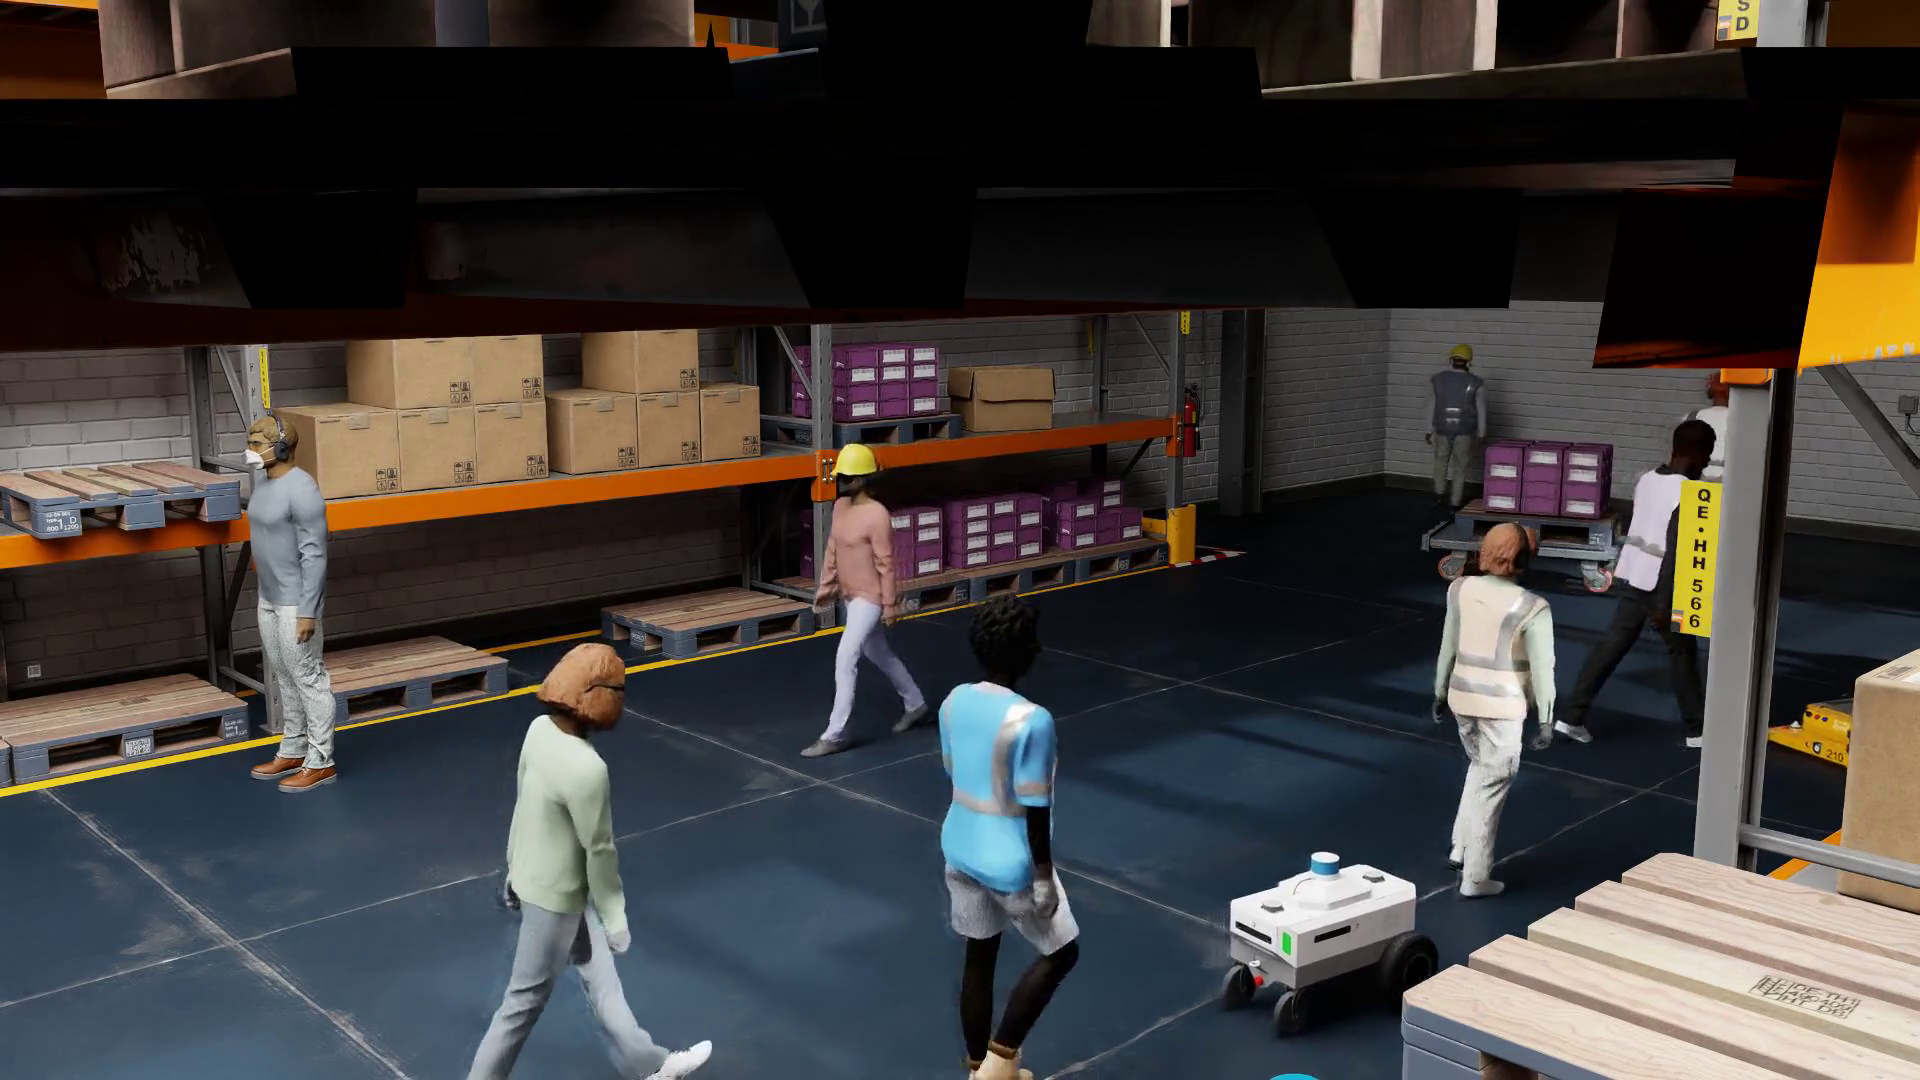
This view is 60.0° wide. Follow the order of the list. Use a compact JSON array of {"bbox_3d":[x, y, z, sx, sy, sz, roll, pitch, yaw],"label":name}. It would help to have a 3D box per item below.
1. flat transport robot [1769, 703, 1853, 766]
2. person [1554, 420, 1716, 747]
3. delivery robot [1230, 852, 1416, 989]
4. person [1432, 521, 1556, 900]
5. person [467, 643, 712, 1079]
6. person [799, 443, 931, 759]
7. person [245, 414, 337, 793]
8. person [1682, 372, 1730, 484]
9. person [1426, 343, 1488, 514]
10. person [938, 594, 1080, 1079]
[{"bbox_3d":[5.298,1.040,9.224,1.431,0.197,0.652,-4,10,-20],"label":"flat transport robot"},{"bbox_3d":[3.830,0.254,9.205,1.038,1.862,0.645,-1,10,-5],"label":"person"},{"bbox_3d":[1.327,1.388,6.085,0.707,0.478,0.477,-6,12,-33],"label":"delivery robot"},{"bbox_3d":[2.285,0.725,7.093,0.432,1.620,0.550,-6,12,-33],"label":"person"},{"bbox_3d":[-1.199,1.090,5.114,0.902,1.581,0.526,-5,11,-29],"label":"person"},{"bbox_3d":[-0.508,0.304,9.284,0.899,1.724,0.532,-6,11,-30],"label":"person"},{"bbox_3d":[-3.453,0.322,8.554,0.371,1.941,0.627,-9,13,-43],"label":"person"},{"bbox_3d":[5.938,-0.390,12.995,0.589,1.841,0.945,8,13,41],"label":"person"},{"bbox_3d":[5.276,-1.176,17.655,0.625,1.820,0.416,5,11,28],"label":"person"},{"bbox_3d":[0.144,1.003,5.274,0.366,1.685,0.551,-7,12,-36],"label":"person"}]
